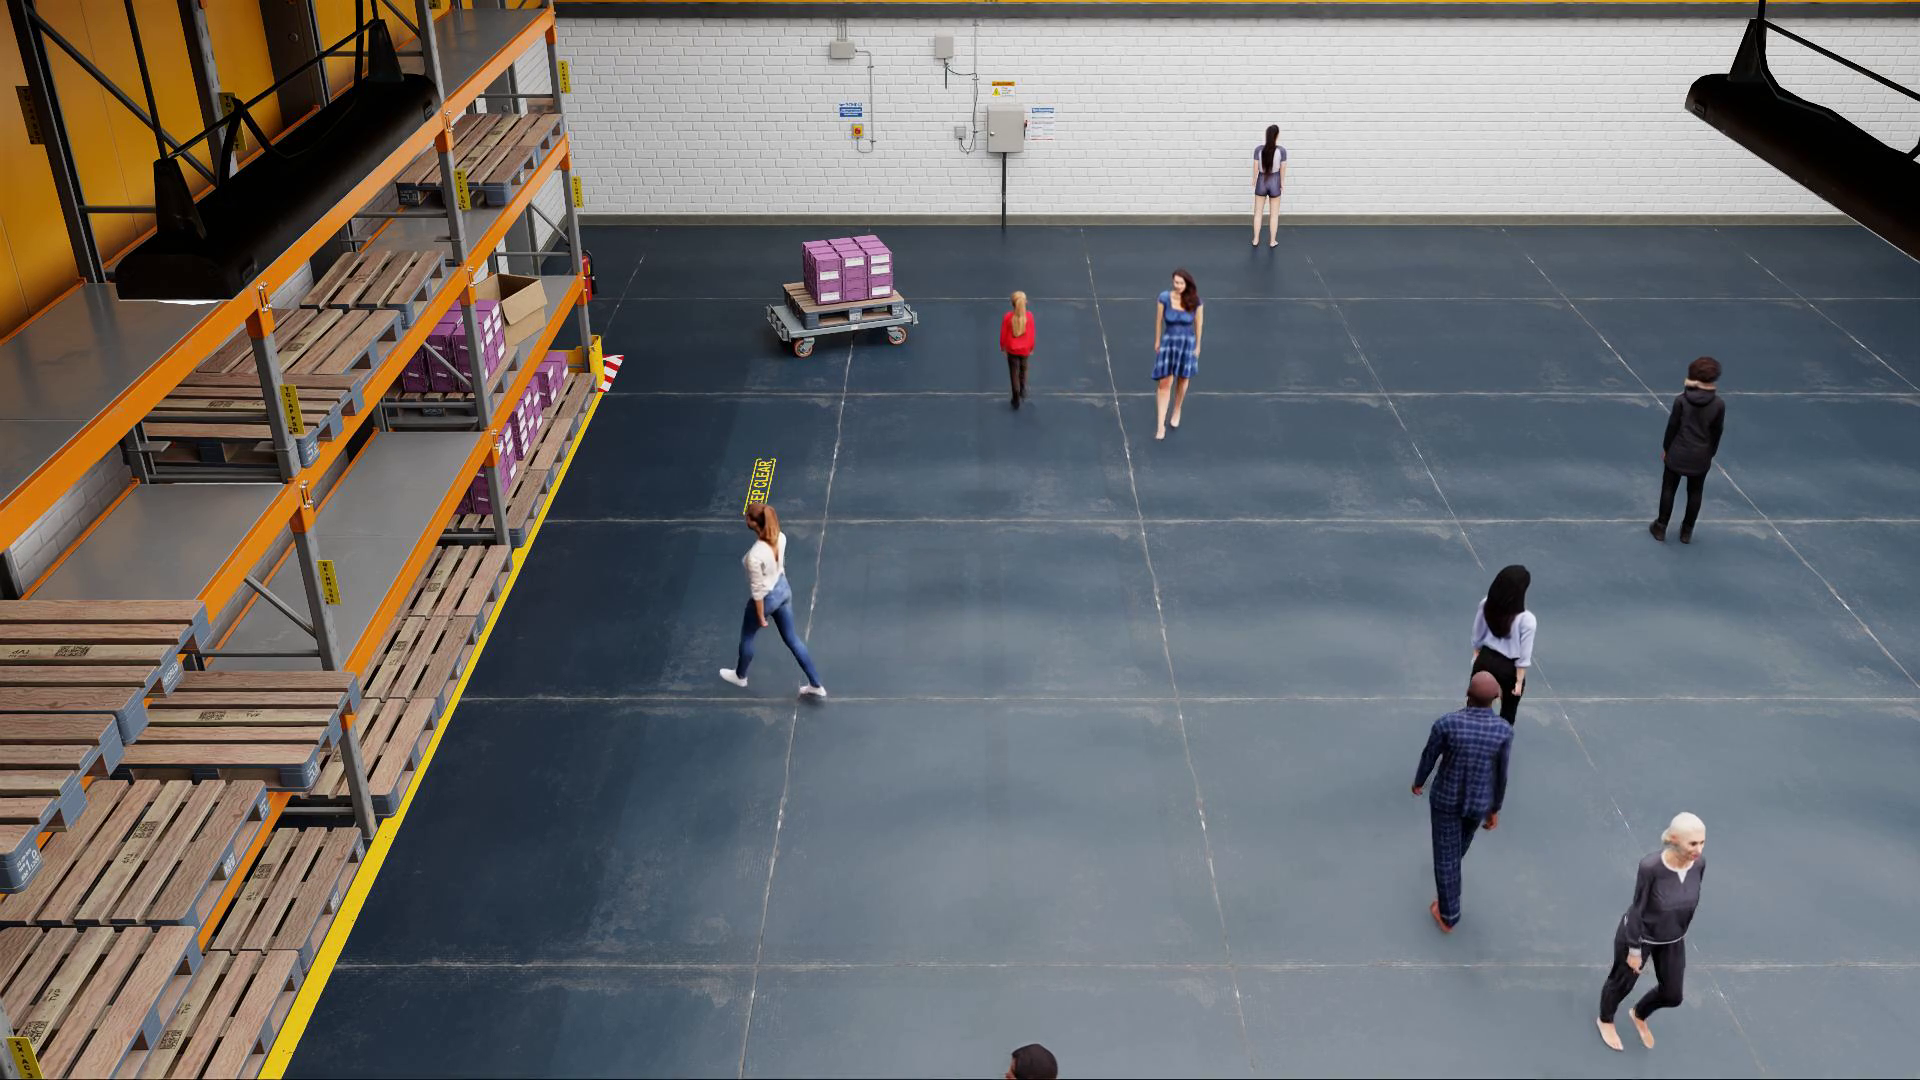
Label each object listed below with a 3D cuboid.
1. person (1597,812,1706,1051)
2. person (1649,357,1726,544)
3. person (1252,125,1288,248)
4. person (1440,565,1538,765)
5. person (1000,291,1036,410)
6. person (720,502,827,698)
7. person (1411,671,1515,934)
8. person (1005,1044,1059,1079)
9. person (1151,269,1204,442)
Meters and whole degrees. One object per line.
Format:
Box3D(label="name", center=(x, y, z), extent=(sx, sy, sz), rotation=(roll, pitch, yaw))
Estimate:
Box3D(label="person", center=(3.959, 2.203, 9.613), extent=(0.633, 1.711, 0.639), rotation=(-3, 29, -5))
Box3D(label="person", center=(6.607, -0.804, 15.056), extent=(0.689, 1.777, 0.670), rotation=(8, 30, 14))
Box3D(label="person", center=(4.175, -4.787, 22.488), extent=(0.648, 1.653, 0.612), rotation=(8, 30, 14))
Box3D(label="person", center=(3.768, 0.981, 11.854), extent=(1.161, 1.711, 1.129), rotation=(-24, 36, -36))
Box3D(label="person", center=(0.636, -2.017, 17.817), extent=(0.582, 1.262, 0.793), rotation=(-5, 29, -9))
Box3D(label="person", center=(-1.374, 0.503, 12.764), extent=(1.083, 1.677, 1.168), rotation=(17, 33, 28))
Box3D(label="person", center=(3.182, 1.688, 10.483), extent=(0.642, 1.782, 1.028), rotation=(0, 29, -1))
Box3D(label="person", center=(0.334, 3.077, 8.002), extent=(0.677, 1.719, 0.517), rotation=(-5, 29, -9))
Box3D(label="person", center=(2.248, -1.949, 17.160), extent=(0.769, 1.772, 1.104), rotation=(5, 29, 9))
